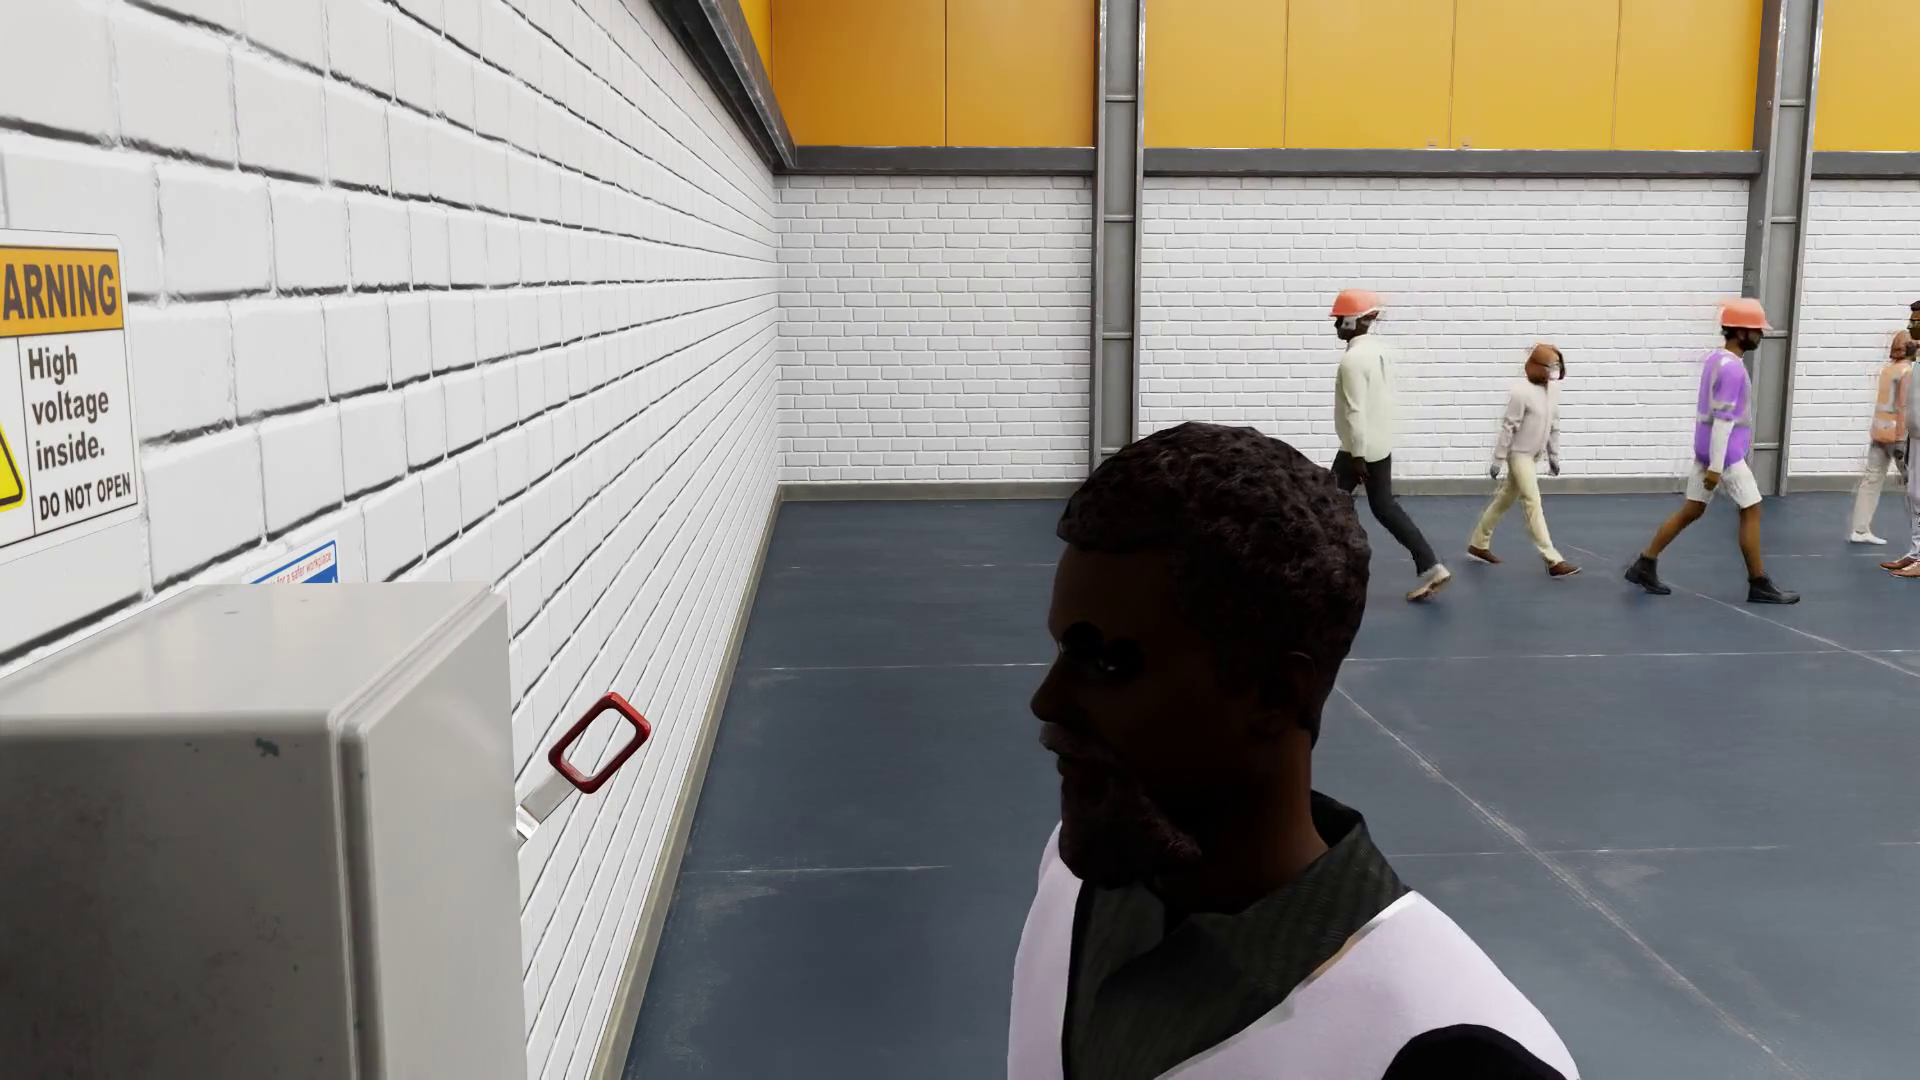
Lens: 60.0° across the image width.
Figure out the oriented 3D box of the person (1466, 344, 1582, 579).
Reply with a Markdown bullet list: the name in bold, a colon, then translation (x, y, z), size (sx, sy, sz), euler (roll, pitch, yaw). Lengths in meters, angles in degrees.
- **person**: translation (3.844, -0.545, 11.275), size (0.530, 1.566, 0.937), euler (-9, 12, -43)

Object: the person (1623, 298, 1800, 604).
- **person**: translation (4.680, -0.551, 10.316), size (0.989, 1.896, 0.559), euler (2, 9, 12)

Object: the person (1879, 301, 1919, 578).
- **person**: translation (6.436, -0.671, 11.134), size (0.340, 1.866, 0.565), euler (3, 9, 16)

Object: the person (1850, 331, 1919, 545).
- **person**: translation (7.067, -0.743, 12.349), size (0.783, 1.602, 0.545), euler (1, 9, 8)

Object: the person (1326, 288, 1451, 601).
- **person**: translation (2.590, -0.584, 10.321), size (0.967, 1.957, 0.629), euler (6, 11, 35)

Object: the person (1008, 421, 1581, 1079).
- **person**: translation (0.207, 0.864, 1.312), size (0.390, 1.920, 0.587), euler (-4, 10, -24)
